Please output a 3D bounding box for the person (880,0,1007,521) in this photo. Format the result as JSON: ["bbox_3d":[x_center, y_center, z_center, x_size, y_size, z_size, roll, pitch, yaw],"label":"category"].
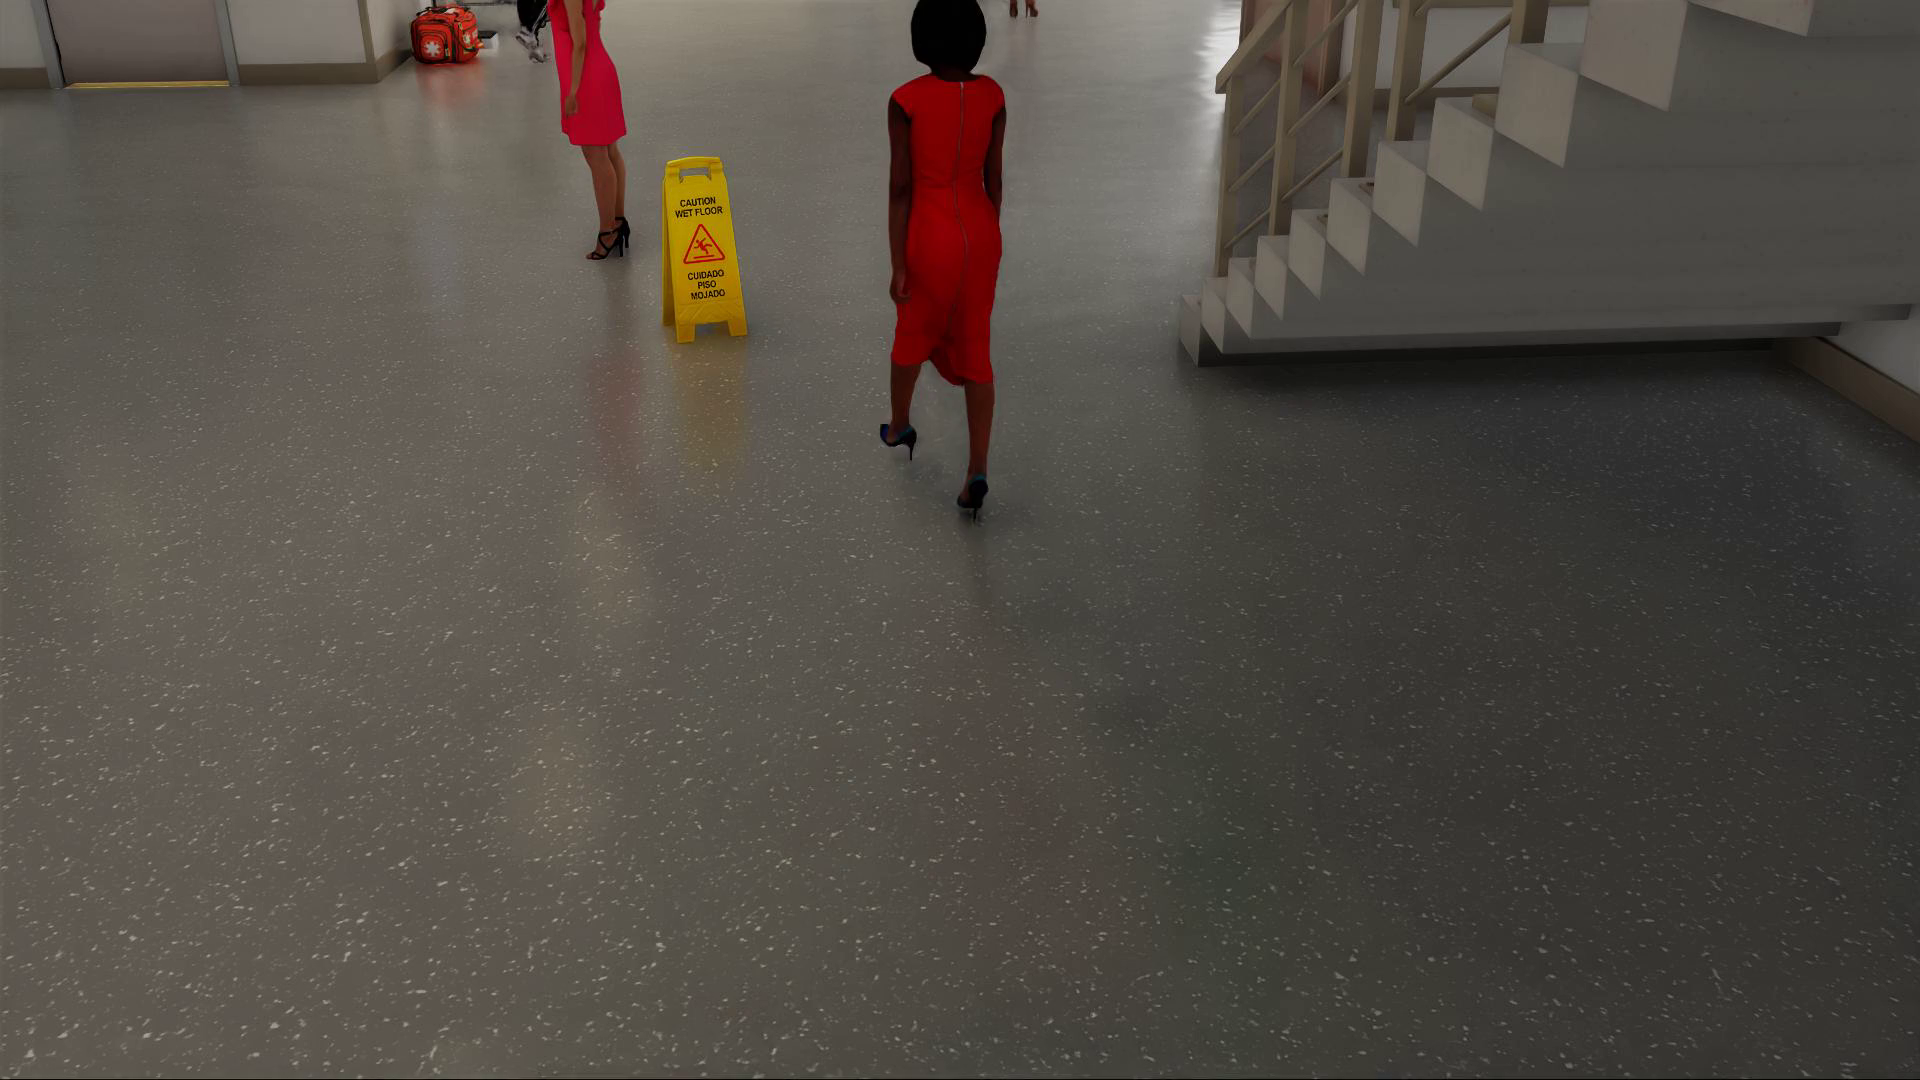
[{"bbox_3d":[-0.006,-0.886,5.461,0.749,1.717,1.037,-9,27,-18],"label":"person"}]

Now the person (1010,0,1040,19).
[{"bbox_3d":[0.595,-5.880,15.729,0.644,1.793,0.617,7,27,15],"label":"person"}]

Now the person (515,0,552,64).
[{"bbox_3d":[-3.548,-4.729,13.320,0.804,1.812,0.907,7,27,15],"label":"person"}]

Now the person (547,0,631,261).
[{"bbox_3d":[-1.854,-2.295,8.371,0.678,1.727,0.538,3,26,6],"label":"person"}]
